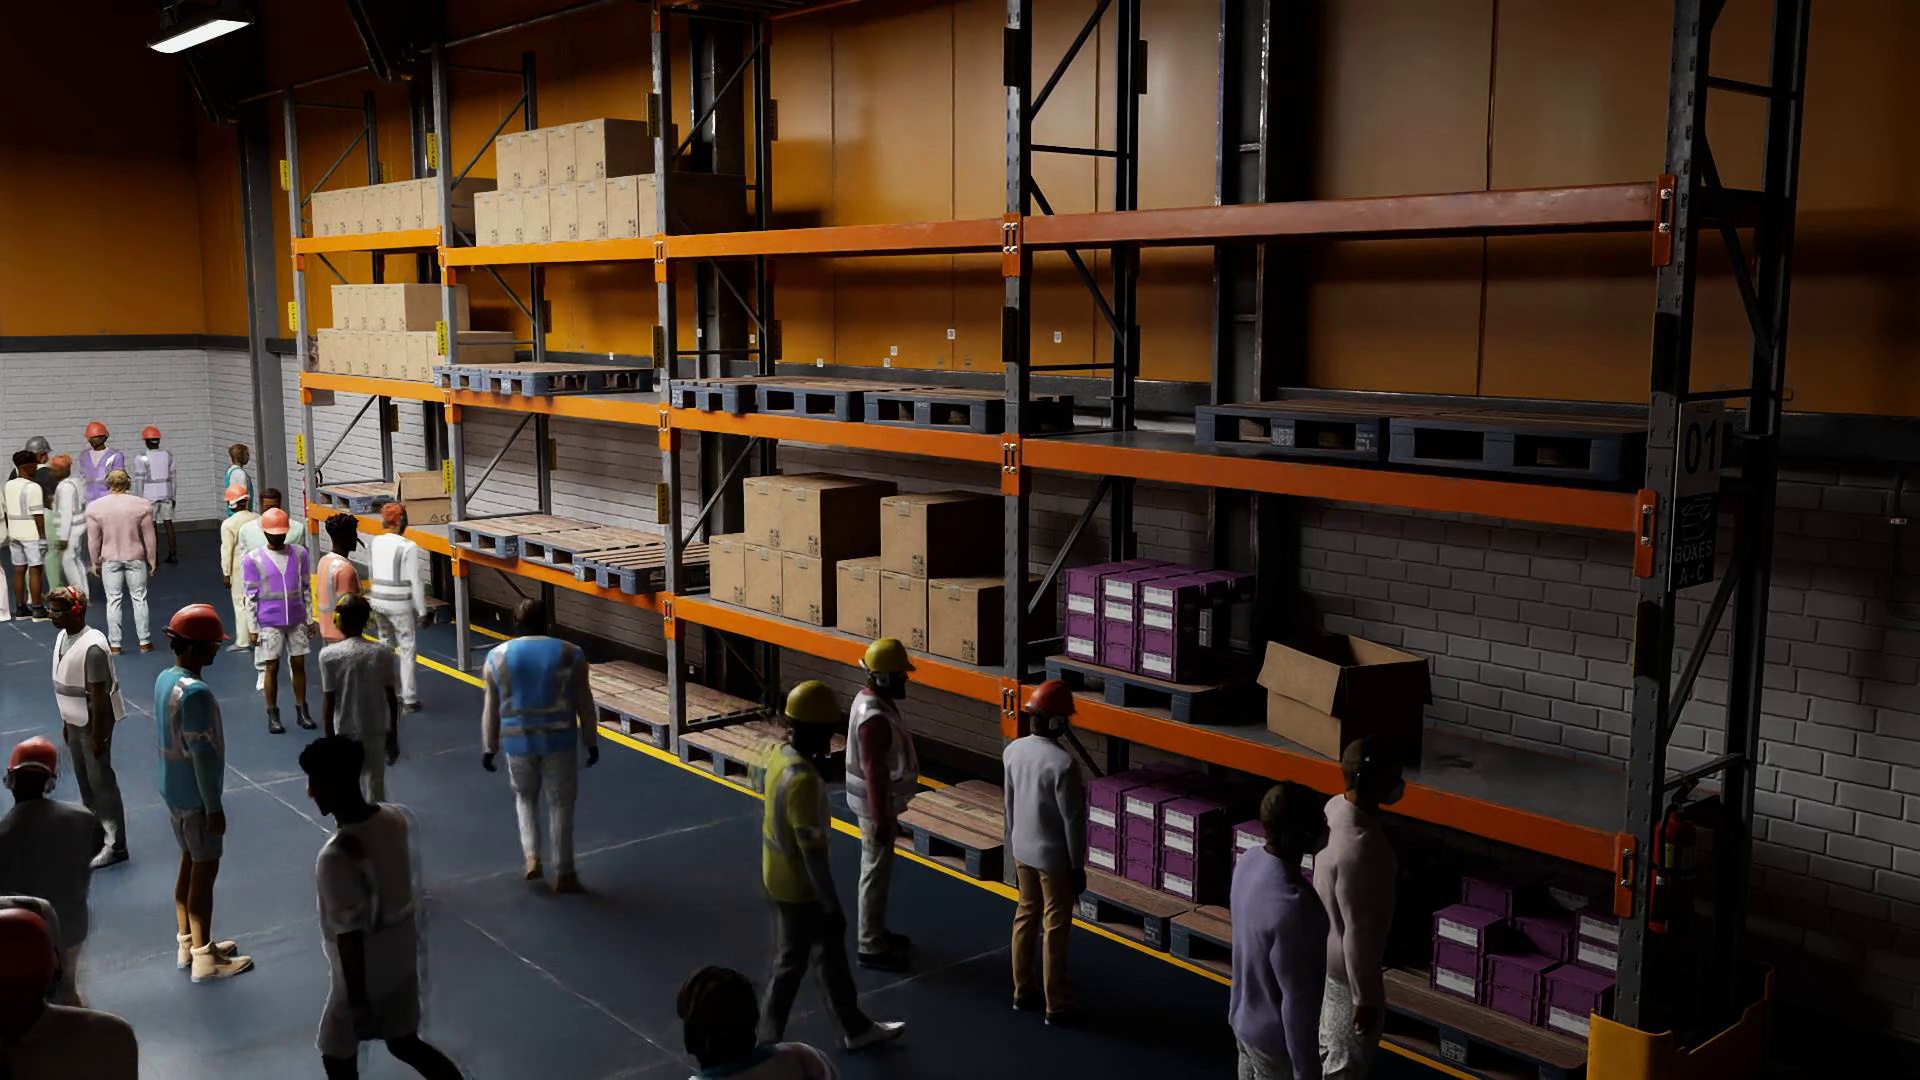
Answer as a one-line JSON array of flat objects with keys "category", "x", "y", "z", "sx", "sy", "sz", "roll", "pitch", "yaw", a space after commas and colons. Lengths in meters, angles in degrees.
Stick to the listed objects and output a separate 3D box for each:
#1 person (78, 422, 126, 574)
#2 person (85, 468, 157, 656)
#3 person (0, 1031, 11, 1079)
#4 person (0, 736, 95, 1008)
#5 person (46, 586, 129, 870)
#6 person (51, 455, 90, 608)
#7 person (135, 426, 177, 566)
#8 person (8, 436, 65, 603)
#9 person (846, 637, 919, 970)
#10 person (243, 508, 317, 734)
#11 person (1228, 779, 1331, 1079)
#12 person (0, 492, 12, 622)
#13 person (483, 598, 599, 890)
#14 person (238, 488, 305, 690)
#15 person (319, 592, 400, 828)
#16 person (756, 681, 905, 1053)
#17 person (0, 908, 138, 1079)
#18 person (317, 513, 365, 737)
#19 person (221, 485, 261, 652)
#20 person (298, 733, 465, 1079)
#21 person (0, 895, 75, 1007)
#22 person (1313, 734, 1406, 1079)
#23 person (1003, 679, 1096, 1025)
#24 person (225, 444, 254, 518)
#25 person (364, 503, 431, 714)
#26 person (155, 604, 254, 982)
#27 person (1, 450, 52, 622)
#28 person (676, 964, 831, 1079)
[{"category": "person", "x": -11.467, "y": -0.559, "z": 22.218, "sx": 0.615, "sy": 2.043, "sz": 0.373, "roll": 0, "pitch": 8, "yaw": 2}, {"category": "person", "x": -8.621, "y": 0.223, "z": 17.146, "sx": 0.636, "sy": 1.939, "sz": 0.362, "roll": -4, "pitch": 9, "yaw": -24}, {"category": "person", "x": -2.698, "y": 2.135, "z": 4.581, "sx": 0.487, "sy": 1.737, "sz": 0.320, "roll": 2, "pitch": 8, "yaw": 14}, {"category": "person", "x": -4.112, "y": 1.731, "z": 7.400, "sx": 0.358, "sy": 1.729, "sz": 0.590, "roll": 3, "pitch": 9, "yaw": 22}, {"category": "person", "x": -5.635, "y": 1.195, "z": 10.767, "sx": 0.561, "sy": 1.836, "sz": 0.392, "roll": 7, "pitch": 11, "yaw": 41}, {"category": "person", "x": -10.524, "y": -0.090, "z": 19.652, "sx": 0.341, "sy": 1.854, "sz": 0.729, "roll": -4, "pitch": 9, "yaw": -25}, {"category": "person", "x": -11.089, "y": -0.603, "z": 22.943, "sx": 0.383, "sy": 1.929, "sz": 0.539, "roll": 7, "pitch": 11, "yaw": 41}, {"category": "person", "x": -11.025, "y": -0.243, "z": 20.036, "sx": 0.688, "sy": 2.000, "sz": 0.538, "roll": 2, "pitch": 8, "yaw": 15}, {"category": "person", "x": -0.425, "y": 1.432, "z": 9.143, "sx": 0.403, "sy": 1.825, "sz": 0.597, "roll": 0, "pitch": 8, "yaw": -3}, {"category": "person", "x": -5.733, "y": 0.678, "z": 14.055, "sx": 0.549, "sy": 1.924, "sz": 0.386, "roll": -7, "pitch": 11, "yaw": -40}, {"category": "person", "x": 1.172, "y": 1.817, "z": 6.071, "sx": 0.371, "sy": 1.940, "sz": 0.630, "roll": -1, "pitch": 8, "yaw": -9}, {"category": "person", "x": -11.023, "y": -0.015, "z": 18.844, "sx": 0.384, "sy": 1.925, "sz": 0.593, "roll": -5, "pitch": 9, "yaw": -29}, {"category": "person", "x": -2.597, "y": 1.268, "z": 10.319, "sx": 0.683, "sy": 1.816, "sz": 0.444, "roll": -1, "pitch": 8, "yaw": -7}, {"category": "person", "x": -6.457, "y": 0.453, "z": 15.673, "sx": 0.586, "sy": 1.910, "sz": 0.395, "roll": -3, "pitch": 9, "yaw": -21}, {"category": "person", "x": -3.728, "y": 1.256, "z": 10.327, "sx": 0.538, "sy": 1.830, "sz": 0.543, "roll": -8, "pitch": 11, "yaw": -43}, {"category": "person", "x": -0.608, "y": 1.589, "z": 7.812, "sx": 0.872, "sy": 1.887, "sz": 0.604, "roll": -2, "pitch": 8, "yaw": -12}, {"category": "person", "x": -2.629, "y": 1.991, "z": 4.714, "sx": 0.621, "sy": 1.986, "sz": 0.409, "roll": -3, "pitch": 9, "yaw": -23}, {"category": "person", "x": -4.944, "y": 0.753, "z": 13.371, "sx": 0.361, "sy": 1.965, "sz": 0.613, "roll": -6, "pitch": 10, "yaw": -38}, {"category": "person", "x": -7.487, "y": 0.291, "z": 17.363, "sx": 0.354, "sy": 1.741, "sz": 0.567, "roll": 3, "pitch": 9, "yaw": 22}, {"category": "person", "x": -2.324, "y": 1.721, "z": 6.772, "sx": 0.846, "sy": 1.931, "sz": 0.631, "roll": 1, "pitch": 8, "yaw": 9}, {"category": "person", "x": -3.422, "y": 1.889, "z": 5.858, "sx": 0.643, "sy": 1.853, "sz": 0.449, "roll": -8, "pitch": 11, "yaw": -43}, {"category": "person", "x": 1.581, "y": 1.727, "z": 6.695, "sx": 0.356, "sy": 1.938, "sz": 0.633, "roll": 1, "pitch": 8, "yaw": 6}, {"category": "person", "x": 0.456, "y": 1.569, "z": 8.437, "sx": 0.327, "sy": 1.750, "sz": 0.561, "roll": -6, "pitch": 10, "yaw": -37}, {"category": "person", "x": -9.117, "y": -0.304, "z": 21.132, "sx": 0.345, "sy": 1.847, "sz": 0.508, "roll": -8, "pitch": 11, "yaw": -43}, {"category": "person", "x": -4.974, "y": 0.604, "z": 14.707, "sx": 0.650, "sy": 1.876, "sz": 0.367, "roll": 4, "pitch": 9, "yaw": 23}, {"category": "person", "x": -4.104, "y": 1.353, "z": 8.998, "sx": 0.405, "sy": 2.032, "sz": 0.610, "roll": -7, "pitch": 11, "yaw": -39}, {"category": "person", "x": -10.624, "y": -0.050, "z": 18.947, "sx": 0.608, "sy": 1.965, "sz": 0.370, "roll": 4, "pitch": 9, "yaw": 25}, {"category": "person", "x": -0.575, "y": 2.087, "z": 4.656, "sx": 0.613, "sy": 1.811, "sz": 0.882, "roll": -7, "pitch": 10, "yaw": -38}]
